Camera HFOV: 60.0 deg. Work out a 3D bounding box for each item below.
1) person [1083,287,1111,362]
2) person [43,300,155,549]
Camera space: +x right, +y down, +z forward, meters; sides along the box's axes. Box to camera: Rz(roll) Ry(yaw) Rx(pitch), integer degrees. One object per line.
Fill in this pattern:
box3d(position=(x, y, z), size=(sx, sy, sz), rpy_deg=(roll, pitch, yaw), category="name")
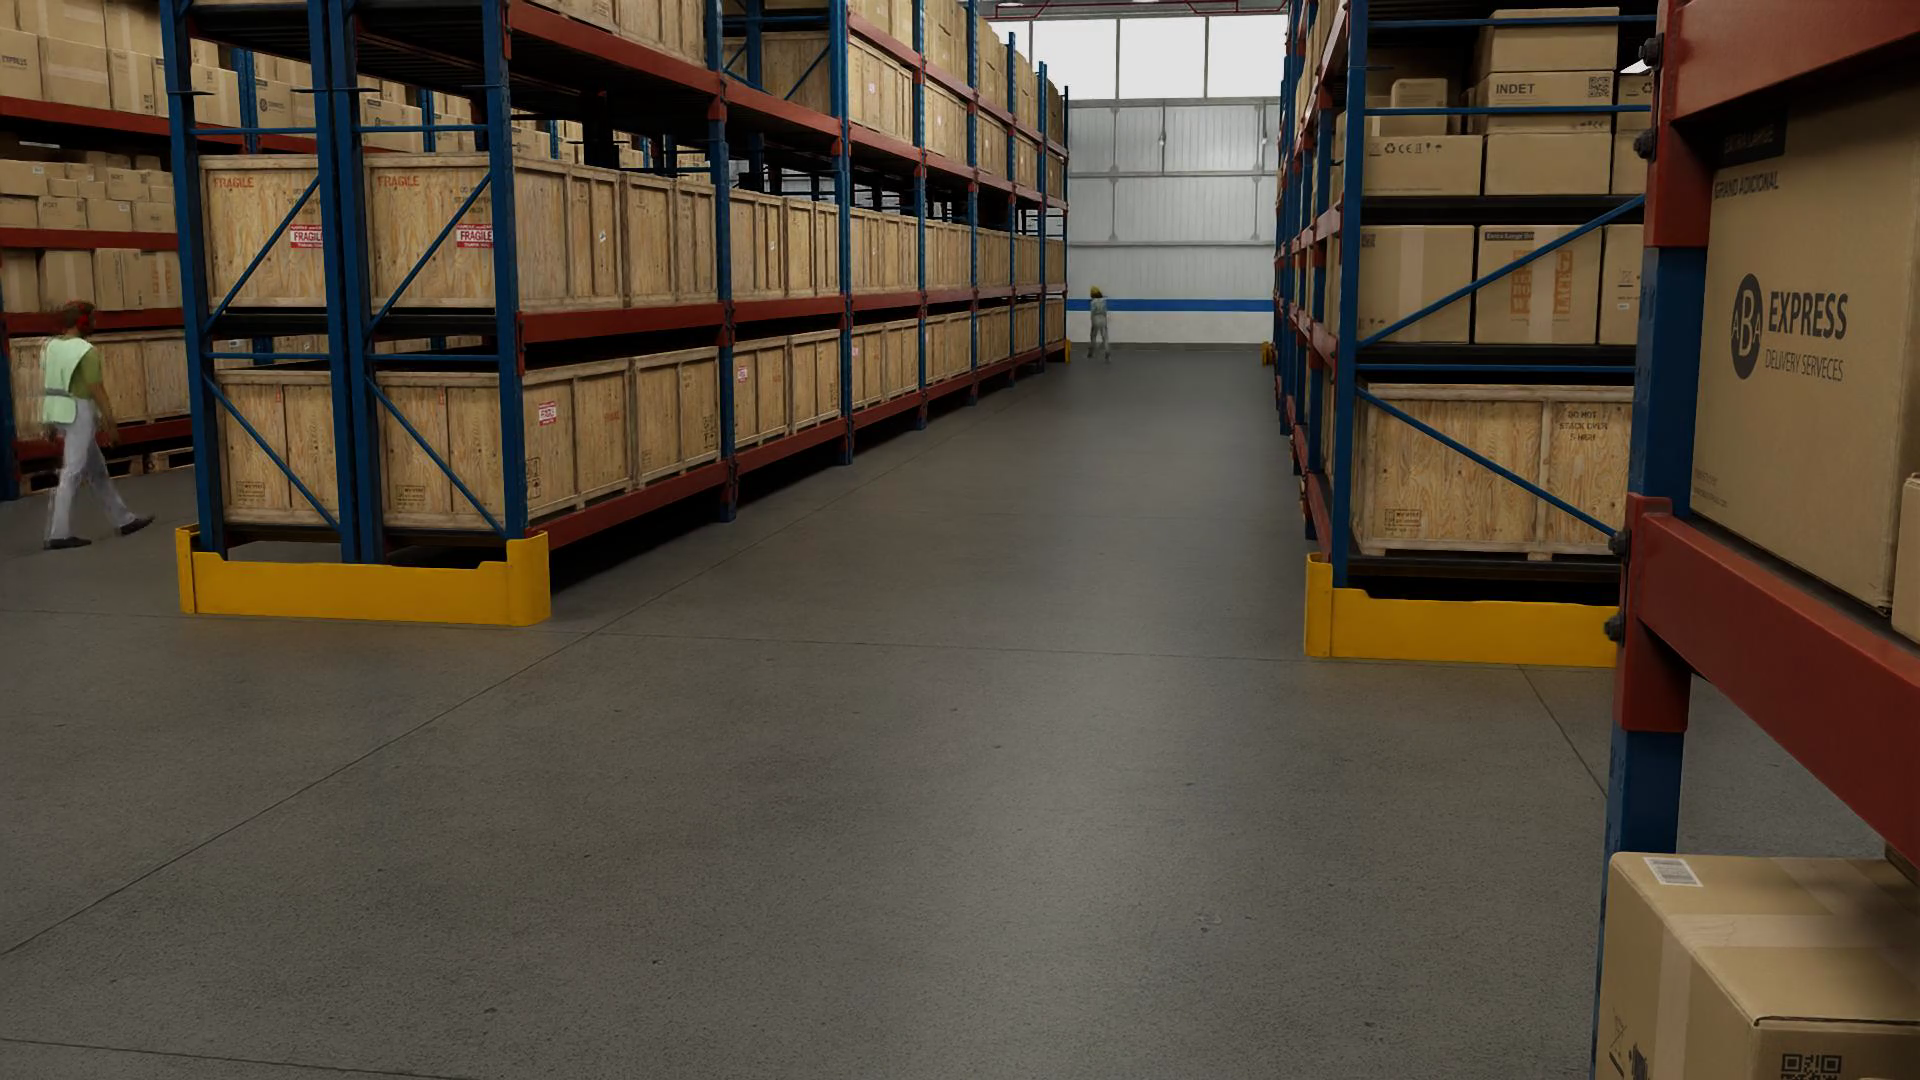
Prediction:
box3d(position=(3.143, -4.876, 37.626), size=(0.568, 1.685, 0.899), rpy_deg=(-5, 11, -29), category="person")
box3d(position=(-6.407, -0.865, 12.348), size=(0.601, 1.805, 0.924), rpy_deg=(7, 11, 36), category="person")
